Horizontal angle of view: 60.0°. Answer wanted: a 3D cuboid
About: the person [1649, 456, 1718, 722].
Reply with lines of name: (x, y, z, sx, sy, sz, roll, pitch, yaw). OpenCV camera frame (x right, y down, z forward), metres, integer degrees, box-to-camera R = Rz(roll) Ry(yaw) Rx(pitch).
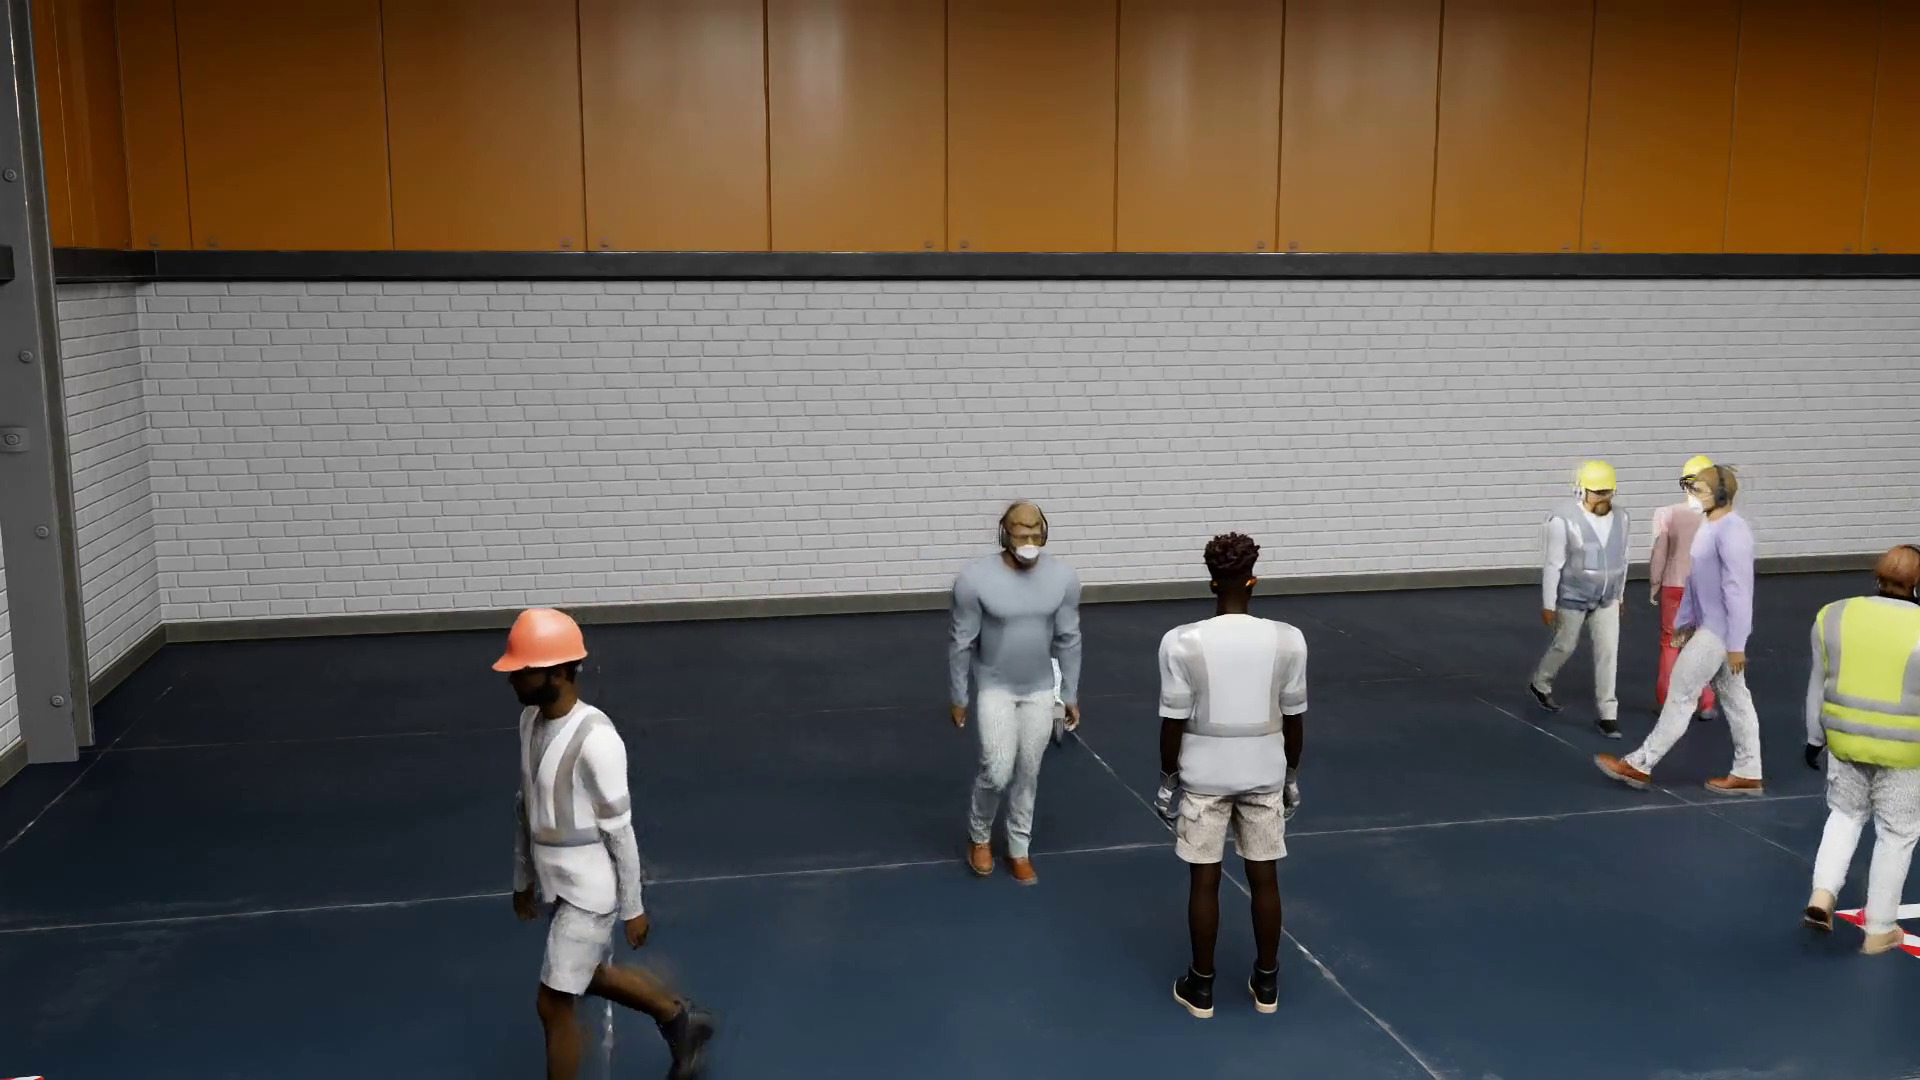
person: (4.851, 0.323, 11.046, 0.523, 1.769, 0.314, 5, 10, 27)

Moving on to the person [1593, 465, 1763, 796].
person: (4.153, 0.517, 9.460, 0.974, 1.893, 0.660, 3, 10, 16)

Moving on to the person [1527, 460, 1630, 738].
person: (4.083, 0.338, 10.932, 0.619, 1.786, 0.907, -1, 9, -7)

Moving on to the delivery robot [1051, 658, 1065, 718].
delivery robot: (0.510, 0.937, 10.700, 0.477, 0.478, 0.707, 1, 9, 4)

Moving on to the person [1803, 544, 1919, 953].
person: (4.015, 0.918, 7.252, 0.463, 1.823, 0.647, -8, 12, -40)

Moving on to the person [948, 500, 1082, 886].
person: (0.269, 0.747, 8.026, 0.637, 1.916, 0.455, -3, 10, -20)

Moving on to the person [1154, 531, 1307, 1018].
person: (1.078, 0.943, 6.663, 0.608, 1.963, 0.370, -1, 9, -5)

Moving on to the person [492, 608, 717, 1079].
person: (-1.228, 1.139, 5.702, 0.872, 1.907, 0.559, -7, 12, -37)
